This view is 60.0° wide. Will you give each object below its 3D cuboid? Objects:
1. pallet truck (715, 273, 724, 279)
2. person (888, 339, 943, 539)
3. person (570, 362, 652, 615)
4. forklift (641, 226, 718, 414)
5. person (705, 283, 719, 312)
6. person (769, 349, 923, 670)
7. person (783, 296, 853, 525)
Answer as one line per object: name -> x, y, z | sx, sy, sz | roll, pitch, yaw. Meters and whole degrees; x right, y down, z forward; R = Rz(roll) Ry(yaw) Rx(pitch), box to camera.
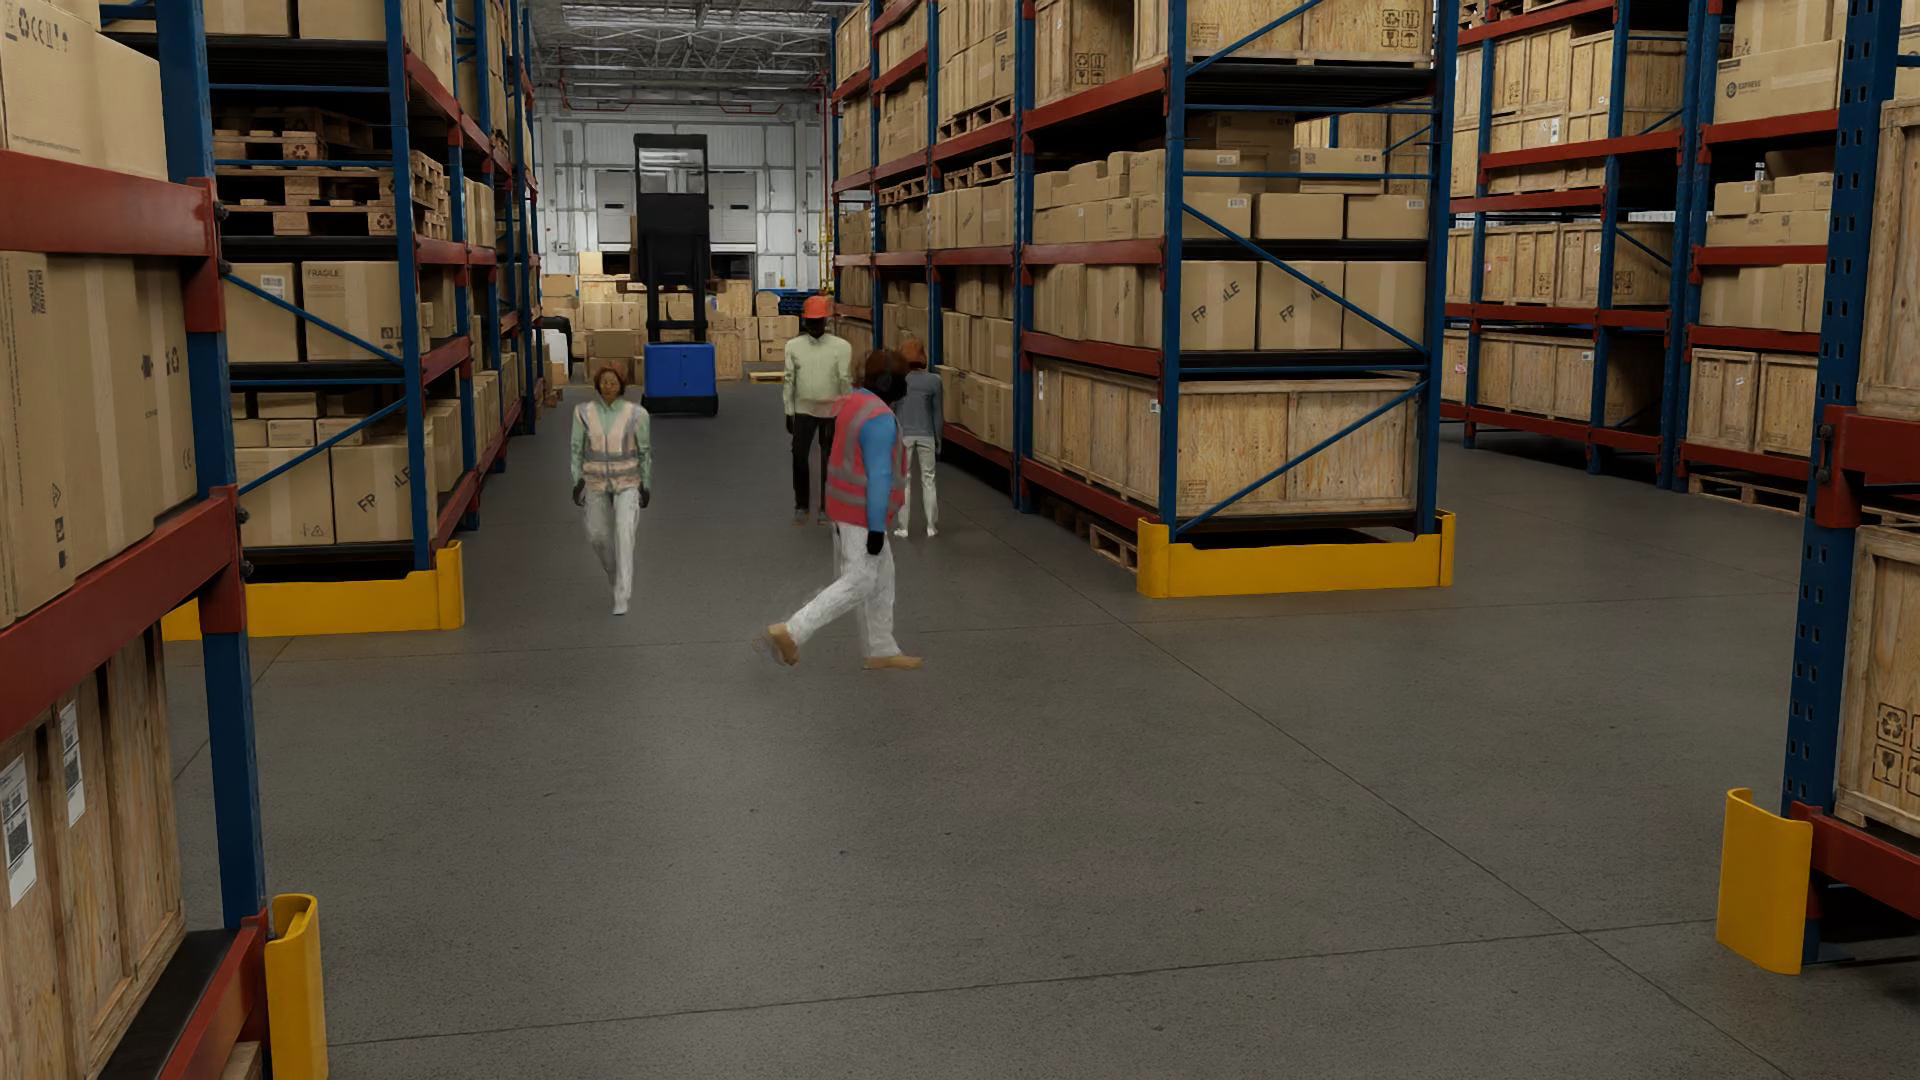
pallet truck -> -8.580, -8.986, 62.280 | 1.885, 1.965, 0.823 | 1, 9, 5
person -> -0.384, -0.823, 13.633 | 0.501, 1.631, 0.285 | -1, 9, -9
person -> -2.243, -0.352, 10.789 | 0.526, 1.621, 0.562 | 0, 9, 1
forklift -> -4.293, -3.346, 25.216 | 1.129, 2.768, 1.873 | -2, 10, -12
person -> -5.440, -4.818, 37.165 | 0.772, 1.893, 0.635 | -5, 10, -27
person -> -0.617, -0.133, 8.975 | 0.792, 1.800, 0.638 | -2, 10, -14
person -> -1.222, -1.088, 14.226 | 0.619, 1.975, 0.596 | 0, 9, 3
